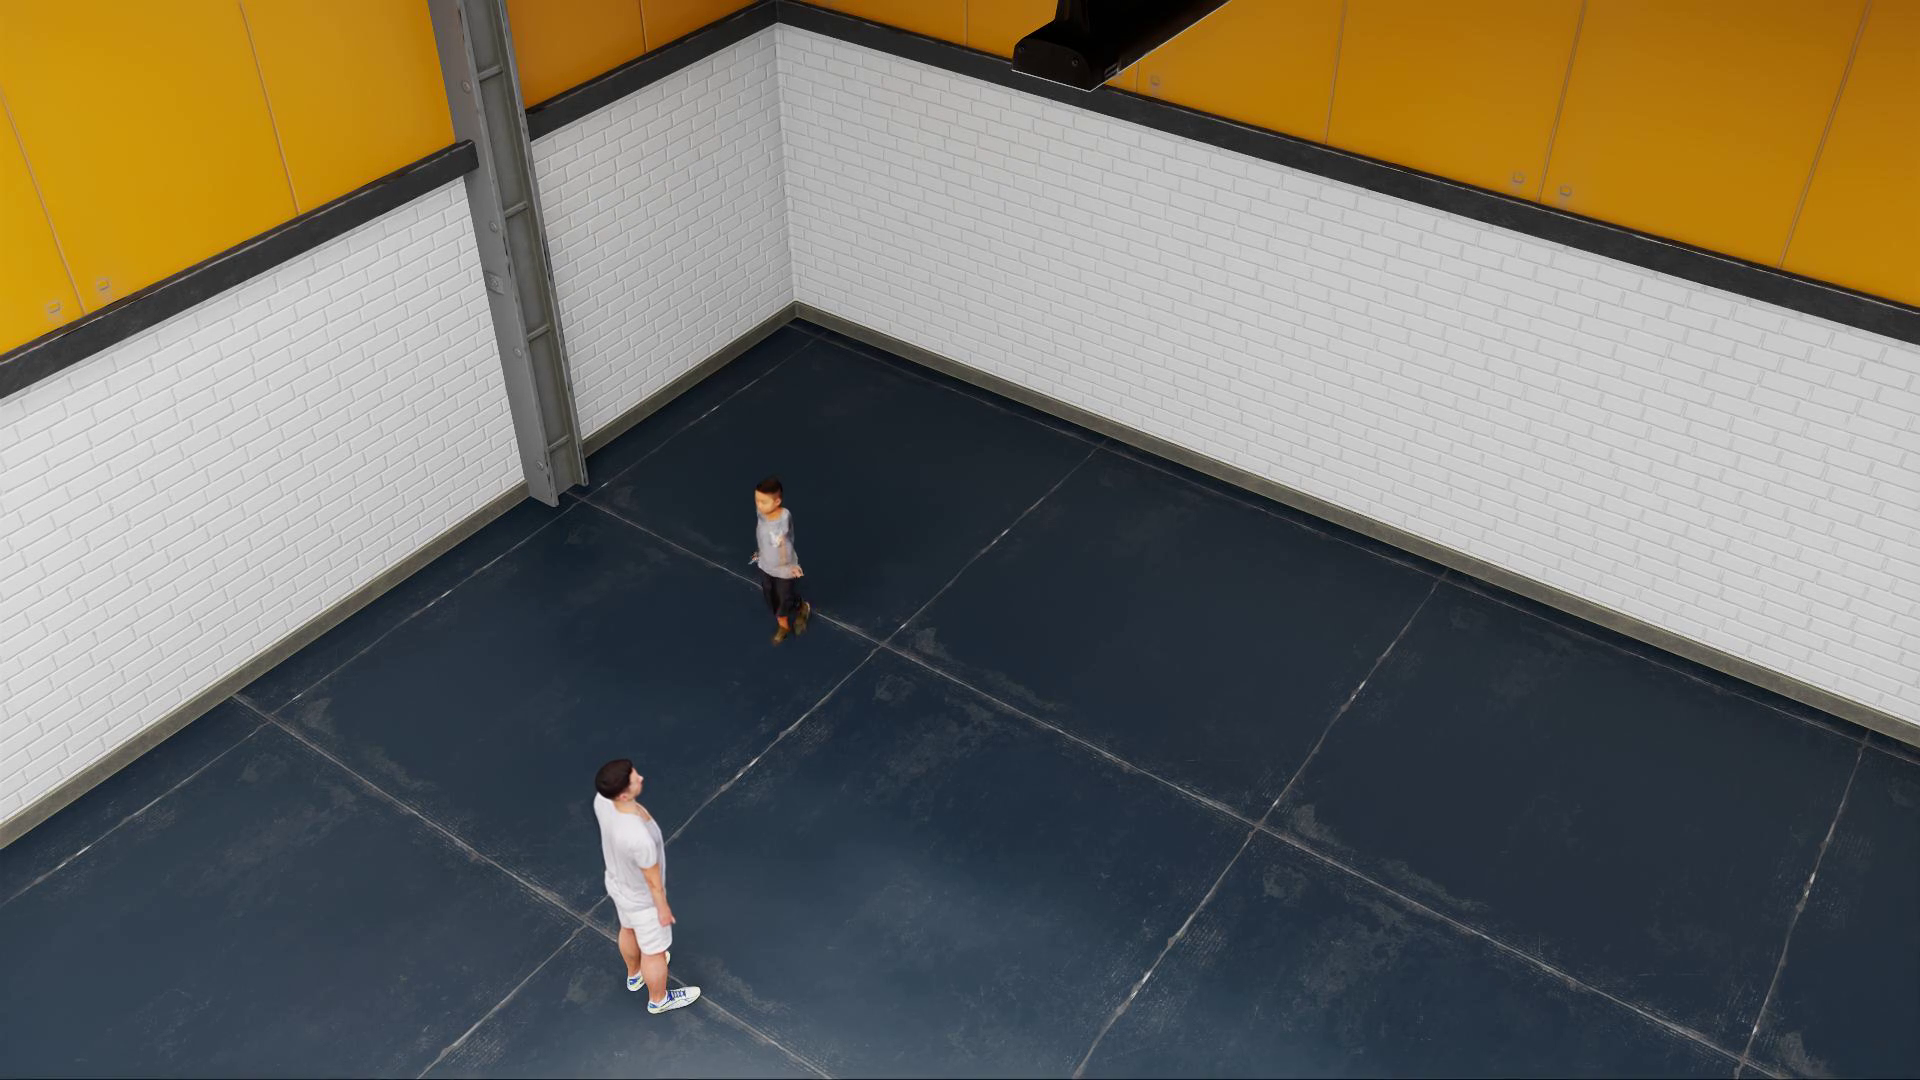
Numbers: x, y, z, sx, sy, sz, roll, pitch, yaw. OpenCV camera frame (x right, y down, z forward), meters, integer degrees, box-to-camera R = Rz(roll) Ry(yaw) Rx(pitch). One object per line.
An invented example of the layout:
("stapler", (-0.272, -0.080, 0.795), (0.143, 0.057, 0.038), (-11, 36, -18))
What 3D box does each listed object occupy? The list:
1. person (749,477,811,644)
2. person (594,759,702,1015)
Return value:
("person", (-1.235, 0.088, 11.609), (0.612, 1.448, 0.670), (20, 43, 23))
("person", (-1.761, 1.872, 9.049), (0.675, 1.854, 0.742), (-26, 46, -29))
